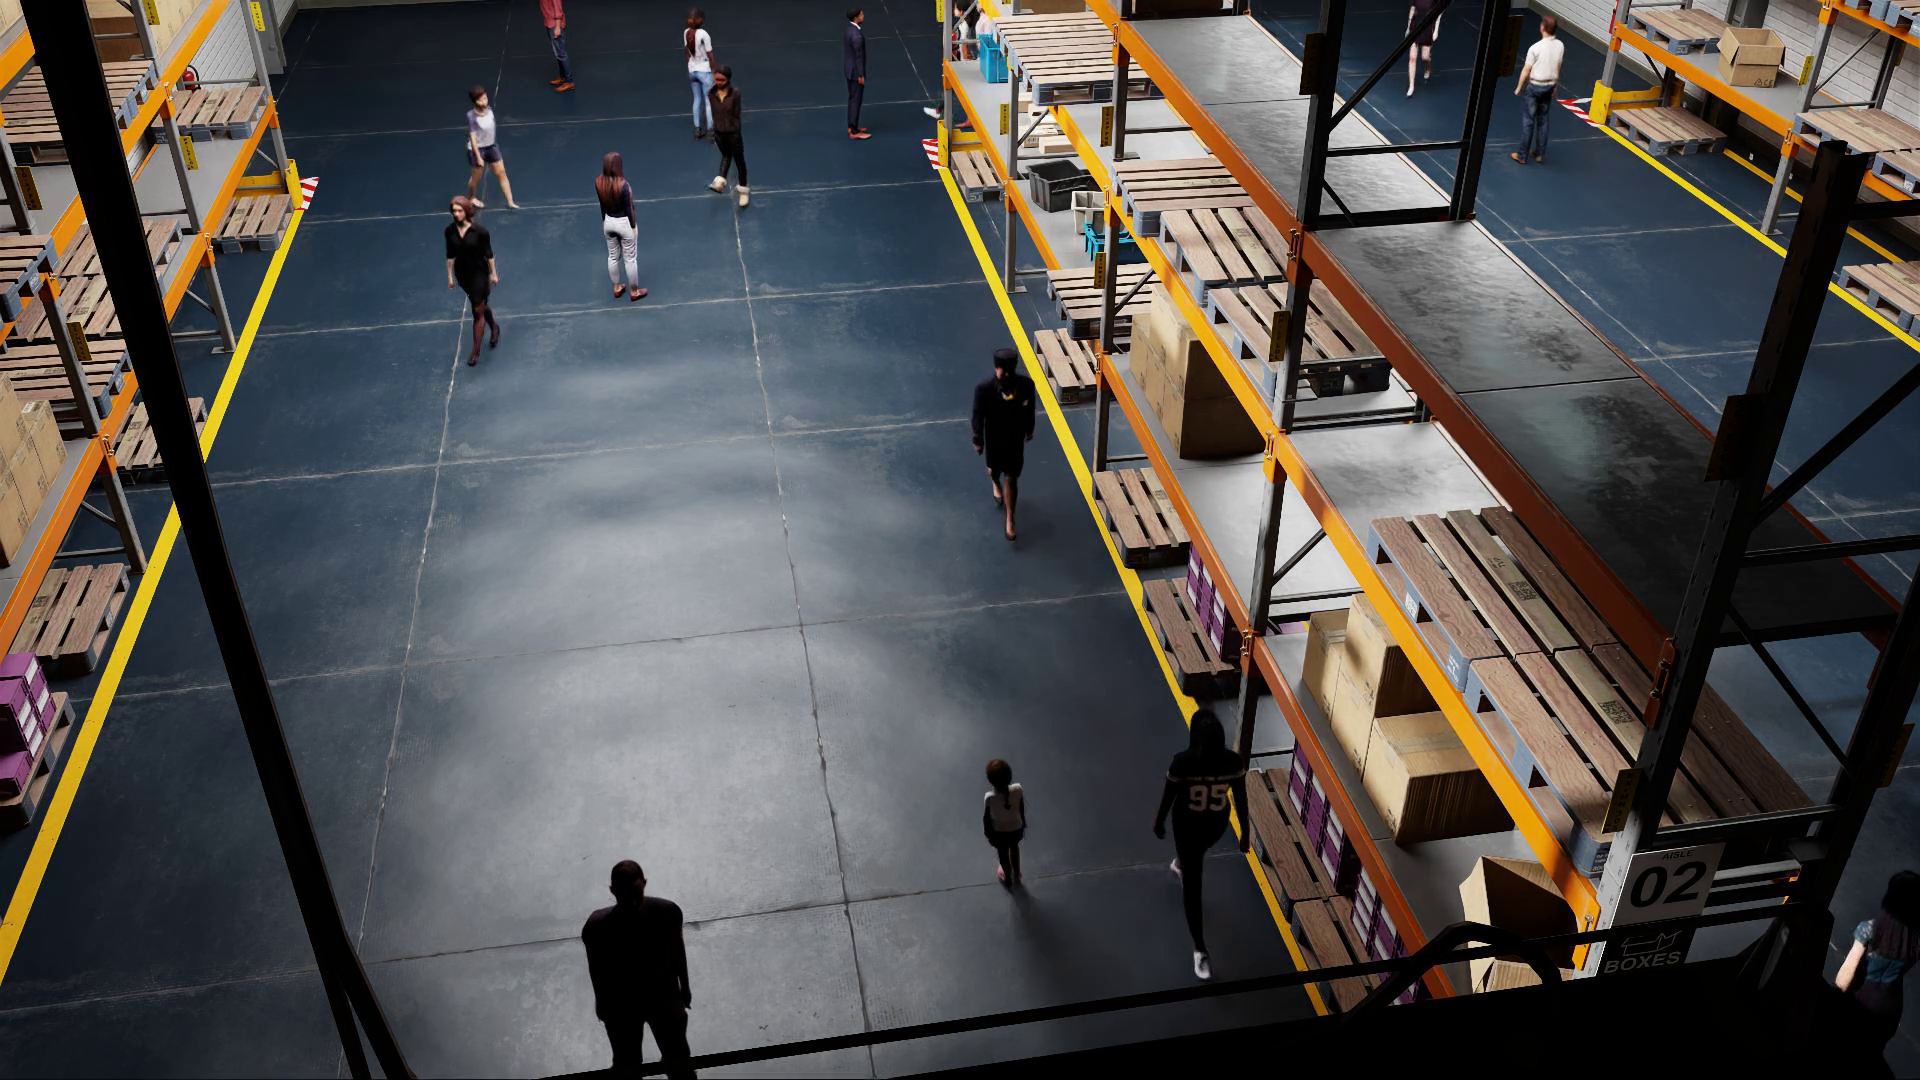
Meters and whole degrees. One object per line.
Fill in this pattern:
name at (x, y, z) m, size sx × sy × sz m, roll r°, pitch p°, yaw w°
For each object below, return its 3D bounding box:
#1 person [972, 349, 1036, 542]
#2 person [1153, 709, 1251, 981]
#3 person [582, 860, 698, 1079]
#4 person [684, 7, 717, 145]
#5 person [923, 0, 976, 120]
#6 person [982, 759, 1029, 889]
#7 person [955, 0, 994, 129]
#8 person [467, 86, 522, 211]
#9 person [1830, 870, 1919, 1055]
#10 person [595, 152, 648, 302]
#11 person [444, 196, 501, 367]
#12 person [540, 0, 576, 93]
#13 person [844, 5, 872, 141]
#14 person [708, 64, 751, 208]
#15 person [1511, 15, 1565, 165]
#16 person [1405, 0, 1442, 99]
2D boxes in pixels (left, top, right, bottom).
person at (0.365, -0.880, 13.872) m, size 0.755 × 1.624 × 1.088 m, roll -3°, pitch 34°, yaw -5°
person at (1.416, 1.669, 9.973) m, size 0.684 × 1.694 × 1.180 m, roll -7°, pitch 34°, yaw -11°
person at (-1.699, 2.366, 8.795) m, size 0.671 × 1.839 × 0.591 m, roll -7°, pitch 34°, yaw -11°
person at (-3.353, -6.023, 21.522) m, size 0.655 × 1.720 × 0.710 m, roll 20°, pitch 39°, yaw 27°
person at (0.130, -6.314, 22.079) m, size 0.904 × 1.588 × 1.120 m, roll 5°, pitch 34°, yaw 7°
person at (0.296, 1.809, 10.382) m, size 0.473 × 1.009 × 0.501 m, roll -9°, pitch 35°, yaw -13°
person at (0.472, -6.276, 21.801) m, size 0.810 × 1.834 × 1.193 m, roll -9°, pitch 35°, yaw -14°
person at (-5.664, -4.617, 19.582) m, size 1.035 × 1.526 × 0.994 m, roll 16°, pitch 37°, yaw 23°
person at (4.765, 2.509, 8.705) m, size 0.789 × 1.699 × 1.093 m, roll 2°, pitch 34°, yaw 4°
person at (-3.581, -3.310, 17.548) m, size 0.668 × 1.601 × 0.691 m, roll 14°, pitch 36°, yaw 20°
person at (-4.784, -2.621, 16.458) m, size 0.830 × 1.661 × 1.139 m, roll 5°, pitch 34°, yaw 7°
person at (-5.658, -7.226, 23.233) m, size 0.800 × 1.830 × 0.569 m, roll -13°, pitch 36°, yaw -19°
person at (-1.369, -6.083, 21.610) m, size 0.724 × 1.723 × 0.517 m, roll -11°, pitch 35°, yaw -16°
person at (-2.774, -4.764, 19.680) m, size 0.733 × 1.663 × 0.821 m, roll 2°, pitch 34°, yaw 3°
person at (7.259, -5.612, 20.787) m, size 0.702 × 1.850 × 0.660 m, roll -9°, pitch 35°, yaw -14°
person at (6.418, -7.067, 23.004) m, size 0.858 × 1.819 × 0.934 m, roll 19°, pitch 38°, yaw 26°
